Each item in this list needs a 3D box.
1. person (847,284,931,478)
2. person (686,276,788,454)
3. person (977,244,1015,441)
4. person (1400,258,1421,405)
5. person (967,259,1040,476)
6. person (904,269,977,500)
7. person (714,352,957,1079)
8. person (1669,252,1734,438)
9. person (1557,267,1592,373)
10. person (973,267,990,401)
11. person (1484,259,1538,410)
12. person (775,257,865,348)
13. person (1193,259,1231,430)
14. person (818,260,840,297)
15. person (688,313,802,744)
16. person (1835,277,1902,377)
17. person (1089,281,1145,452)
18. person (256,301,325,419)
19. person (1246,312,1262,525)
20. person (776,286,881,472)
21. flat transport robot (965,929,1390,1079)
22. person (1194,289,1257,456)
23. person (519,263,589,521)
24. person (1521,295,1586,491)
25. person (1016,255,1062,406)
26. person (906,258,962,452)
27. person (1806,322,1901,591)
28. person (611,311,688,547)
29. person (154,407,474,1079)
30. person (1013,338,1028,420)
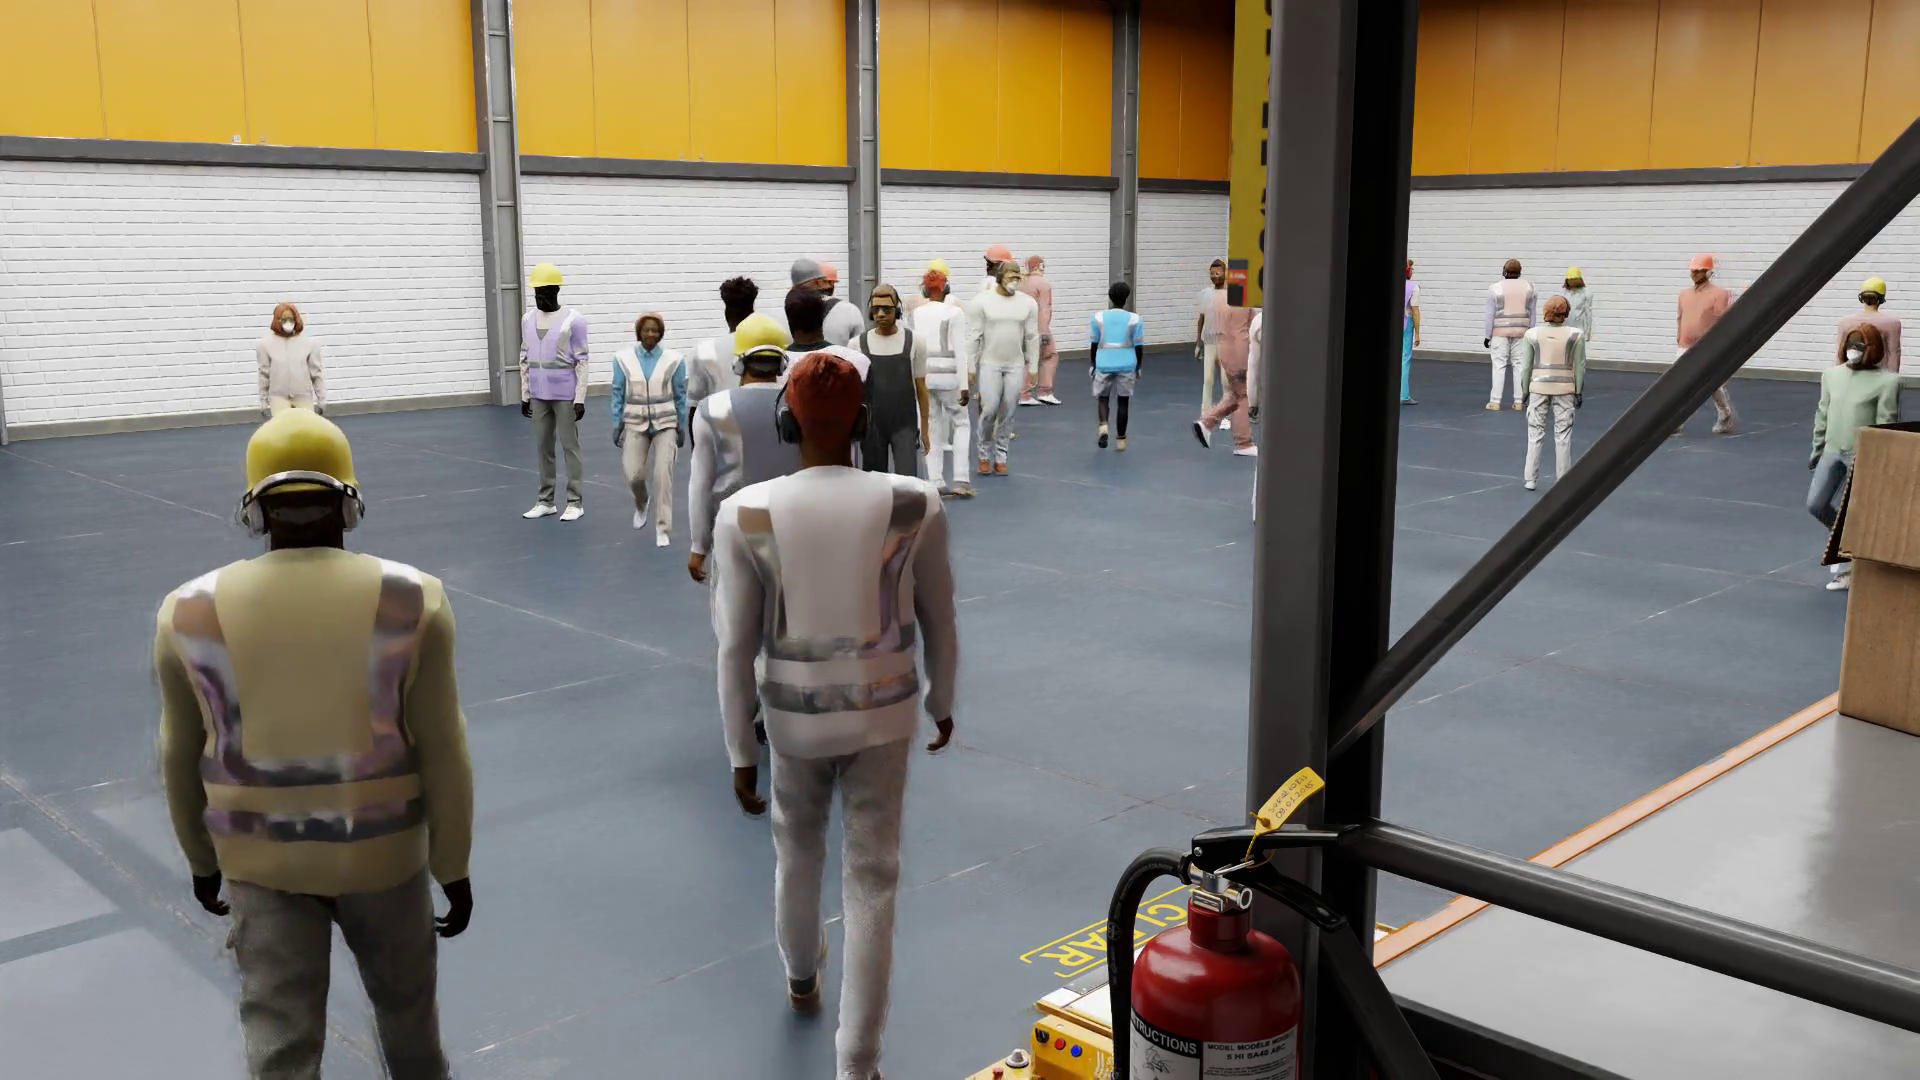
[{"bbox_3d":[-0.457,-0.684,10.447,0.537,1.828,0.422,0,10,2],"label":"person"},{"bbox_3d":[-1.229,-0.524,9.378,0.615,1.897,1.060,-3,11,-14],"label":"person"},{"bbox_3d":[0.387,-2.059,17.371,0.396,2.038,0.615,-3,11,-15],"label":"person"},{"bbox_3d":[5.528,-2.616,20.944,0.375,1.842,0.574,-9,14,-40],"label":"person"},{"bbox_3d":[0.395,-1.512,14.707,0.642,1.920,0.462,-3,11,-14],"label":"person"},{"bbox_3d":[-0.151,-1.255,13.490,0.635,1.856,0.561,7,12,32],"label":"person"},{"bbox_3d":[-0.303,0.444,4.254,0.589,1.844,0.921,0,10,-1],"label":"person"},{"bbox_3d":[7.887,-2.070,17.667,0.950,1.967,0.609,-7,12,-33],"label":"person"},{"bbox_3d":[8.308,-2.854,22.646,0.498,1.688,0.949,8,13,38],"label":"person"},{"bbox_3d":[0.451,-2.712,21.606,0.640,1.795,0.982,8,13,37],"label":"person"},{"bbox_3d":[6.710,-2.503,20.342,0.624,1.844,0.429,0,10,0],"label":"person"},{"bbox_3d":[-1.035,-1.134,12.330,0.685,2.000,0.961,2,11,11],"label":"person"},{"bbox_3d":[2.845,-2.145,18.329,0.549,1.874,0.356,6,12,28],"label":"person"},{"bbox_3d":[-1.196,-1.438,14.322,0.550,1.918,0.638,4,11,23],"label":"person"},{"bbox_3d":[-0.816,-0.017,6.843,0.611,1.816,0.477,-5,11,-25],"label":"person"},{"bbox_3d":[8.012,-1.433,14.705,0.525,1.771,0.305,9,14,41],"label":"person"},{"bbox_3d":[1.542,-1.698,16.372,0.549,1.680,0.389,2,11,10],"label":"person"},{"bbox_3d":[-5.455,-1.145,13.573,0.500,1.609,0.638,-5,11,-25],"label":"person"},{"bbox_3d":[2.424,-1.016,12.080,0.669,1.902,0.462,4,11,20],"label":"person"},{"bbox_3d":[-0.702,-0.255,7.950,0.616,1.885,0.635,-2,11,-10],"label":"person"},{"bbox_3d":[0.734,1.227,4.282,0.652,0.197,1.431,10,14,42],"label":"flat transport robot"},{"bbox_3d":[2.658,-1.748,16.093,0.622,1.887,0.666,-1,10,-7],"label":"person"},{"bbox_3d":[-3.052,-1.104,12.472,0.588,1.927,0.370,4,11,22],"label":"person"},{"bbox_3d":[4.929,-1.212,13.847,0.510,1.640,0.308,5,11,25],"label":"person"},{"bbox_3d":[0.991,-2.614,20.830,0.659,1.878,0.673,-7,13,-34],"label":"person"},{"bbox_3d":[-0.268,-1.790,16.257,0.596,1.910,0.569,4,11,19],"label":"person"},{"bbox_3d":[5.382,-0.503,10.021,0.406,1.618,0.515,-6,12,-28],"label":"person"},{"bbox_3d":[-2.137,-0.777,11.514,0.526,1.623,0.472,-1,10,-5],"label":"person"},{"bbox_3d":[-1.332,0.615,3.506,0.604,1.780,0.910,-3,11,-14],"label":"person"},{"bbox_3d":[0.478,-2.118,18.368,0.502,1.810,0.983,4,11,19],"label":"person"}]
